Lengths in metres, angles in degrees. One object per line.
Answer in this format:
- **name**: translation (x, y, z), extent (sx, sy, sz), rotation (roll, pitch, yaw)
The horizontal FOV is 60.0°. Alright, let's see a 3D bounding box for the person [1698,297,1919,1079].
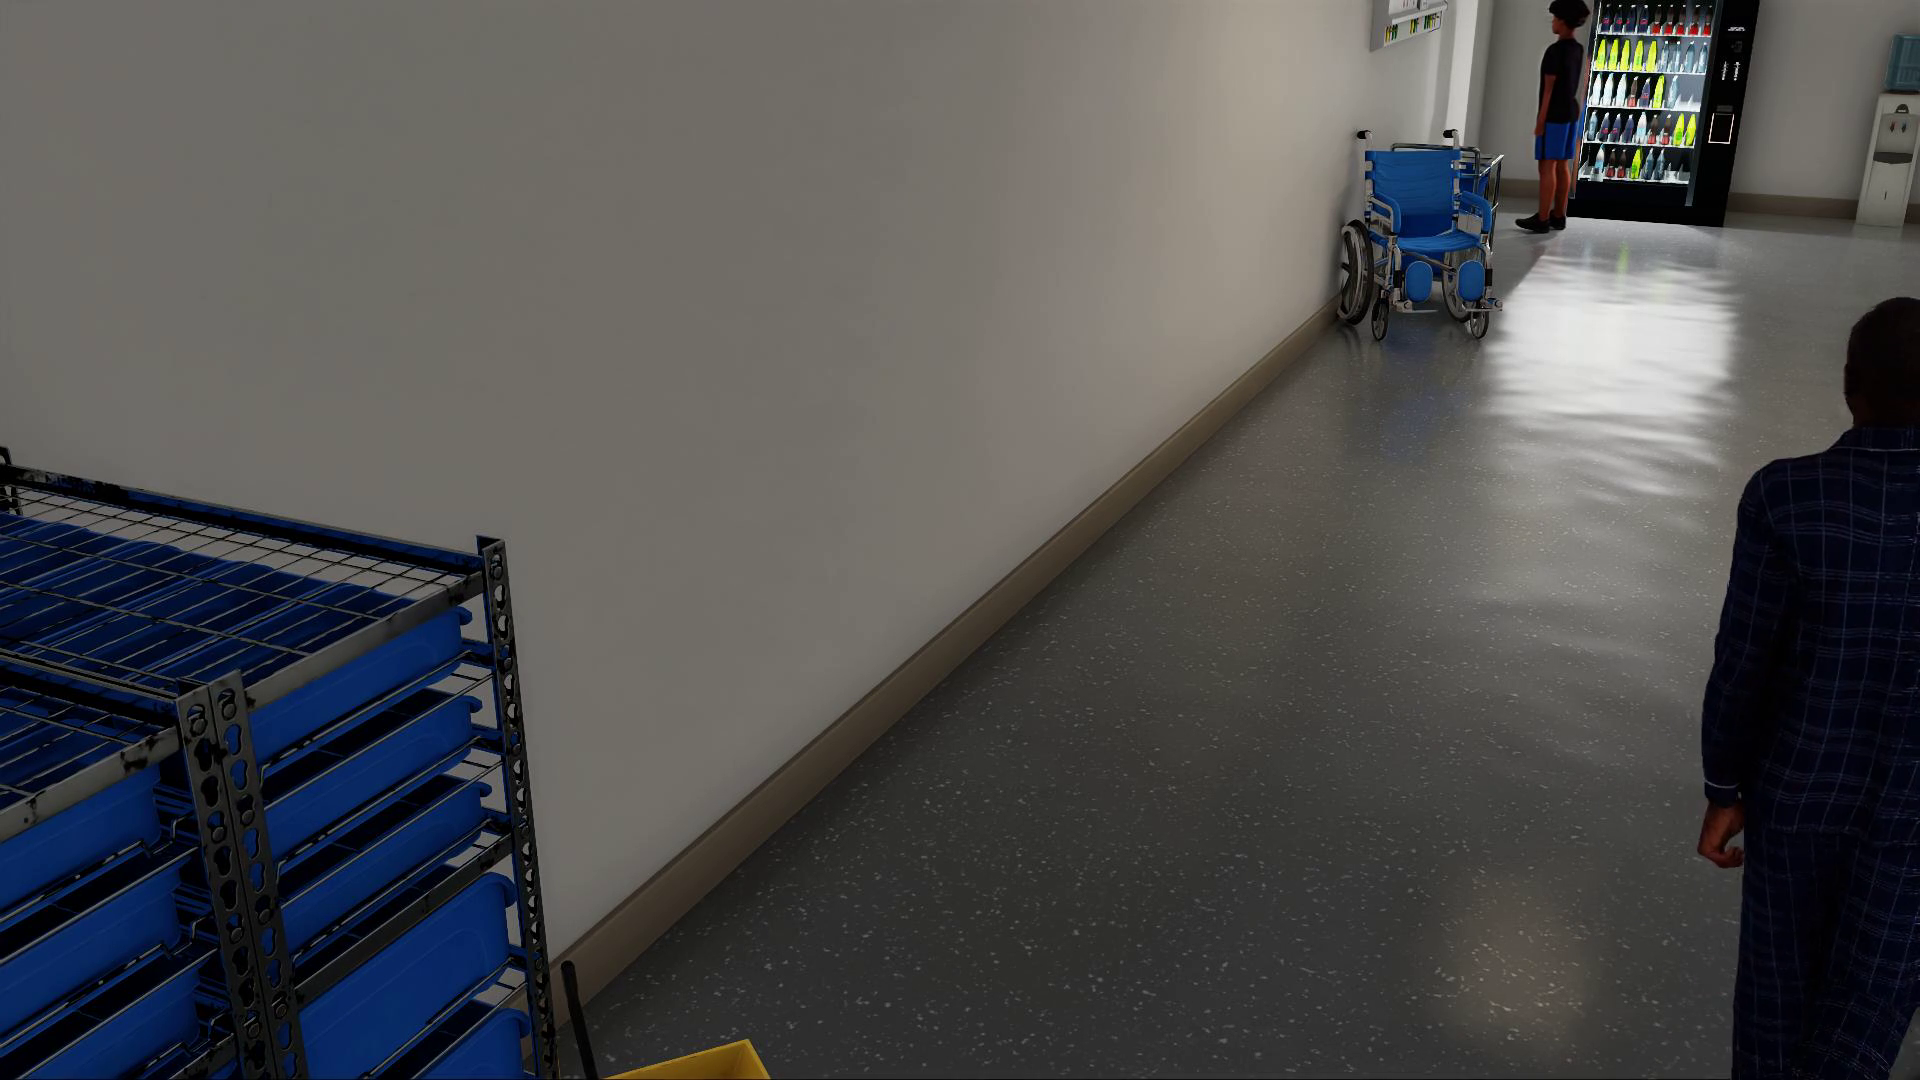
- **person**: translation (1.577, 0.495, 2.950), extent (0.853, 1.802, 0.758), rotation (11, 23, 27)

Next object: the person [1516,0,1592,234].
- **person**: translation (4.721, -3.346, 13.103), extent (0.676, 1.794, 0.676), rotation (-17, 27, -38)
